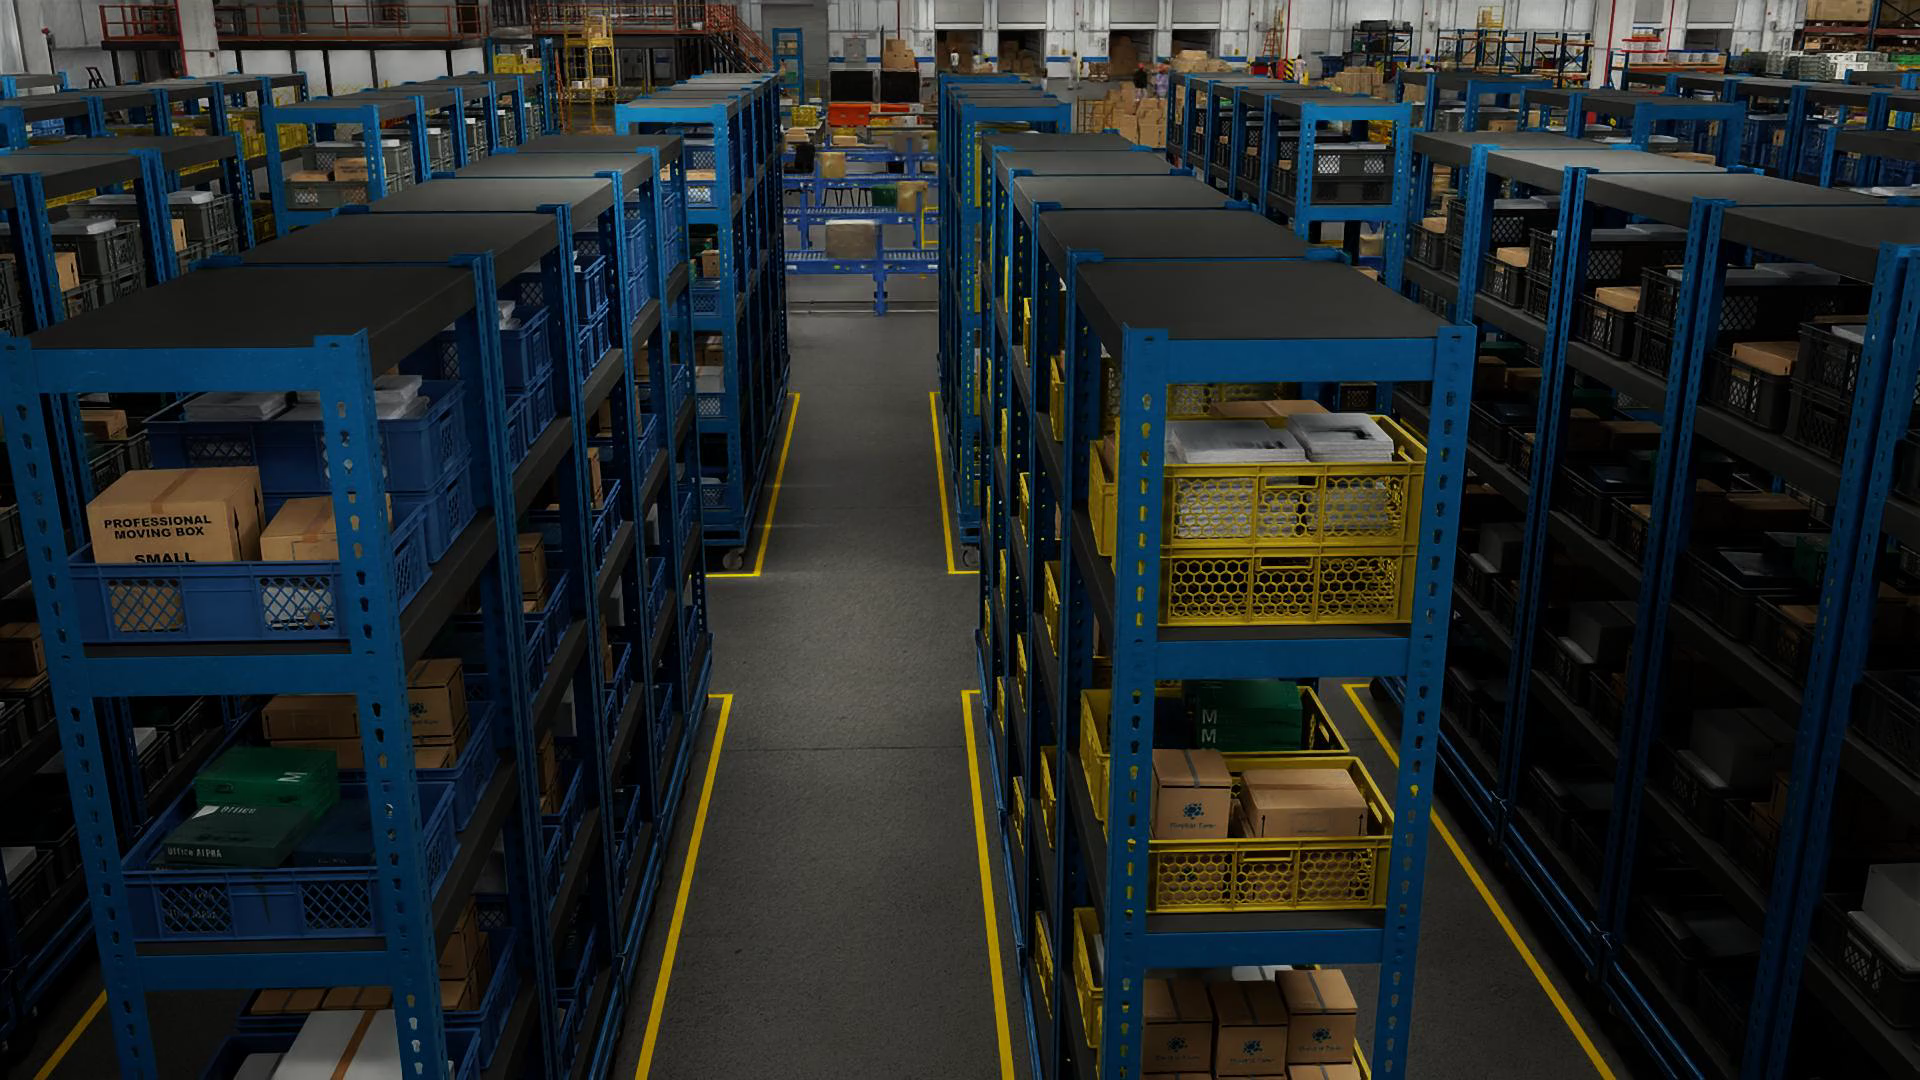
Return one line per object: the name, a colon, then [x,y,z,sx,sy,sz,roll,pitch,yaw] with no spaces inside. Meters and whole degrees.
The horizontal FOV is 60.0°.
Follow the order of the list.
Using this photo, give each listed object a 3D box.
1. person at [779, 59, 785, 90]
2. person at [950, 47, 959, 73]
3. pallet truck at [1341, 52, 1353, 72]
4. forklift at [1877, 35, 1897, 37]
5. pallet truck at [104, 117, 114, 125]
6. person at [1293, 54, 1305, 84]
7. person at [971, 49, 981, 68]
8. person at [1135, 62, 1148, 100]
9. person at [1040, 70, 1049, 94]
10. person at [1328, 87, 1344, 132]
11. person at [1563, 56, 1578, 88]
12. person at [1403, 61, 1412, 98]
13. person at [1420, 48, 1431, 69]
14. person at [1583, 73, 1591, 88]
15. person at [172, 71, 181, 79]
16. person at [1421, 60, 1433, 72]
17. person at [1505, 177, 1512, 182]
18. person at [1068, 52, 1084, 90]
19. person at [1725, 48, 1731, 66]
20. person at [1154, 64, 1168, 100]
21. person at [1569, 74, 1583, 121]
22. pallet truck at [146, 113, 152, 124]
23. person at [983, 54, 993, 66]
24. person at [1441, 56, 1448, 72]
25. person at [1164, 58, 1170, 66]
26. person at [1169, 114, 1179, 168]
person: [-8.716,-22.759,81.383,0.430,1.835,0.621,-5,18,-14]
person: [-0.317,-26.563,92.970,0.543,1.939,0.370,-14,22,-36]
pallet truck: [18.794,-23.123,82.231,0.823,1.965,1.885,-13,22,-35]
forklift: [44.184,-22.804,79.832,1.129,2.768,1.873,-1,18,-2]
pallet truck: [-18.367,-7.885,35.078,1.885,1.965,0.823,1,18,2]
person: [16.896,-23.264,82.922,0.621,1.841,0.429,7,19,21]
person: [0.890,-25.340,89.237,0.969,1.912,0.617,16,24,41]
person: [7.412,-18.459,67.838,0.628,1.965,0.518,-6,19,-19]
person: [3.244,-17.063,63.702,0.386,1.855,0.562,11,21,29]
person: [11.711,-13.145,51.694,0.617,1.781,0.925,-1,18,-4]
person: [28.735,-21.806,78.335,0.645,1.896,1.005,7,19,21]
person: [20.953,-21.573,77.916,0.541,1.695,0.316,-9,20,-25]
person: [25.925,-26.354,92.395,0.516,1.897,0.575,-16,24,-40]
person: [24.299,-17.209,64.425,0.321,1.689,0.531,-7,19,-22]
person: [-29.555,-16.757,62.764,0.622,1.851,0.468,15,23,38]
person: [20.435,-20.054,72.872,0.582,1.919,0.397,-5,19,-16]
person: [11.912,-7.925,35.719,0.568,1.671,0.532,-5,18,-14]
person: [5.929,-24.009,85.127,0.963,1.897,0.653,-10,21,-29]
person: [41.561,-25.686,90.267,0.373,1.935,0.628,0,18,0]
person: [7.893,-17.463,64.685,0.789,2.022,0.626,-14,23,-37]
person: [21.350,-15.216,57.858,0.378,1.938,0.547,-10,20,-28]
pallet truck: [-18.087,-8.309,36.390,1.885,1.965,0.823,-1,18,-4]
person: [1.297,-22.353,79.958,0.585,1.928,0.378,14,23,37]
person: [23.763,-22.851,81.750,0.949,1.783,0.543,16,24,40]
person: [10.090,-23.026,82.454,0.928,1.677,0.482,10,20,27]
person: [5.124,-9.362,40.019,0.311,1.768,0.533,-3,18,-10]
